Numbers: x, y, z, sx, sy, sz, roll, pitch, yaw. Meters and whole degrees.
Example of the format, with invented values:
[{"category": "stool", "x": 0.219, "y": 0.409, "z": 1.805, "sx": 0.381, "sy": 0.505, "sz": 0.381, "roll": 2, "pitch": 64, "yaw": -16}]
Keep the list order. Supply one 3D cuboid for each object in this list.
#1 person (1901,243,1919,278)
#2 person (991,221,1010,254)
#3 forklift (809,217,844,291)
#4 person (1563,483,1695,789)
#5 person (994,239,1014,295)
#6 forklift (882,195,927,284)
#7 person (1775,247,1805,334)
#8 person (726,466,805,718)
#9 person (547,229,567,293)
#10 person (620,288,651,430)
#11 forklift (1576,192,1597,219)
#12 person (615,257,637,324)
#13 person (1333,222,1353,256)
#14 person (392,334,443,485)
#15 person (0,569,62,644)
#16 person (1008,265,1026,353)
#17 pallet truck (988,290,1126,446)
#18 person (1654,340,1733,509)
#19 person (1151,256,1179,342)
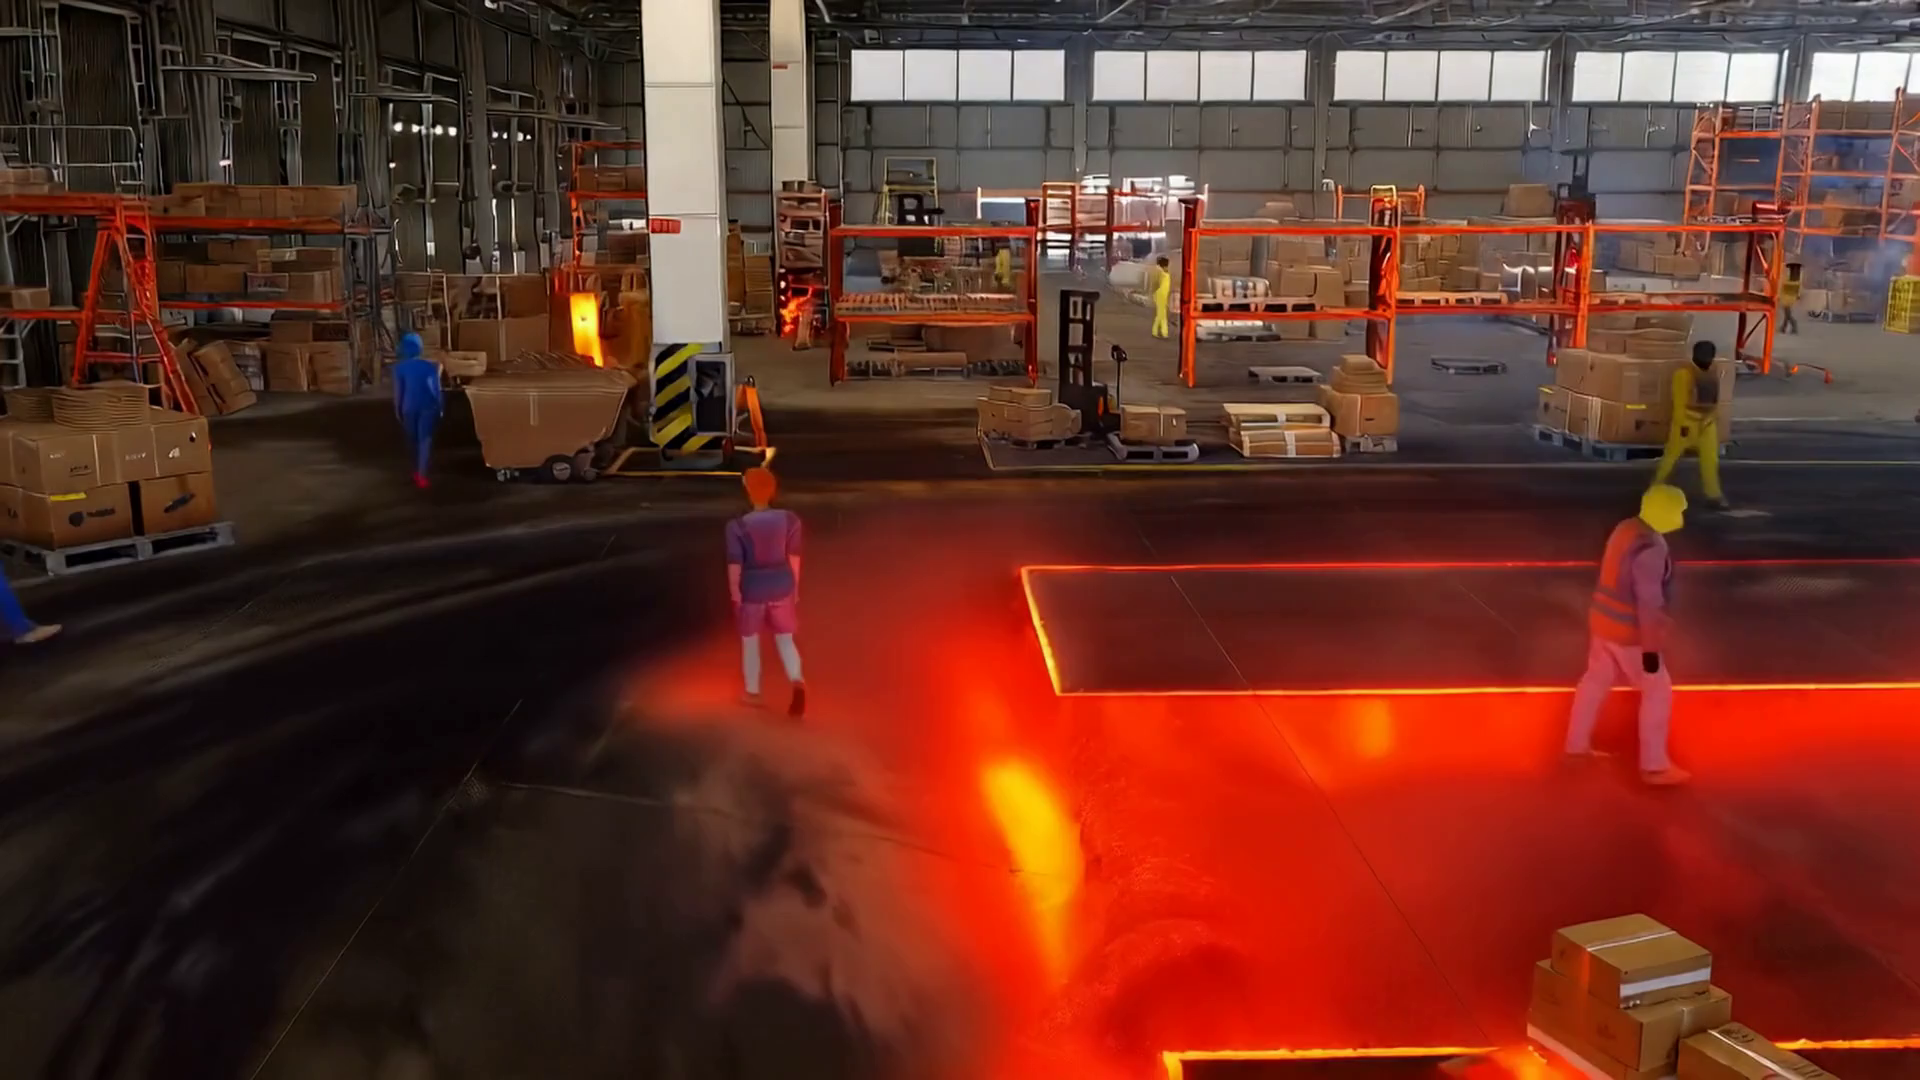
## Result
[{"category": "person", "x": 25.803, "y": -7.254, "z": 45.242, "sx": 0.538, "sy": 1.662, "sz": 0.774, "roll": -3, "pitch": 13, "yaw": -12}, {"category": "person", "x": 1.395, "y": -10.226, "z": 58.074, "sx": 0.638, "sy": 1.916, "sz": 0.699, "roll": 6, "pitch": 14, "yaw": 26}, {"category": "forklift", "x": -4.375, "y": -8.619, "z": 48.637, "sx": 1.873, "sy": 2.768, "sz": 1.129, "roll": 0, "pitch": 12, "yaw": -2}, {"category": "person", "x": 3.989, "y": 0.551, "z": 9.728, "sx": 0.710, "sy": 1.797, "sz": 0.641, "roll": 0, "pitch": 12, "yaw": 2}, {"category": "person", "x": 1.099, "y": -6.636, "z": 41.989, "sx": 1.050, "sy": 1.878, "sz": 0.635, "roll": 7, "pitch": 14, "yaw": 28}, {"category": "forklift", "x": -1.507, "y": -9.369, "z": 52.021, "sx": 1.129, "sy": 2.768, "sz": 1.873, "roll": -10, "pitch": 16, "yaw": -38}, {"category": "person", "x": 18.393, "y": -5.499, "z": 36.765, "sx": 0.548, "sy": 1.915, "sz": 0.831, "roll": -2, "pitch": 13, "yaw": -7}, {"category": "person", "x": -1.252, "y": 0.350, "z": 10.870, "sx": 0.538, "sy": 1.679, "sz": 0.697, "roll": -6, "pitch": 14, "yaw": -24}, {"category": "person", "x": -11.914, "y": -8.242, "z": 49.219, "sx": 0.568, "sy": 1.879, "sz": 0.848, "roll": -6, "pitch": 14, "yaw": -24}, {"category": "person", "x": -4.398, "y": -2.480, "z": 22.966, "sx": 0.558, "sy": 1.980, "sz": 0.636, "roll": -3, "pitch": 13, "yaw": -13}, {"category": "forklift", "x": 22.597, "y": -11.165, "z": 60.131, "sx": 1.873, "sy": 2.768, "sz": 1.129, "roll": 0, "pitch": 12, "yaw": -2}, {"category": "person", "x": -6.699, "y": -4.749, "z": 33.444, "sx": 0.391, "sy": 1.882, "sz": 0.592, "roll": 1, "pitch": 12, "yaw": 2}, {"category": "person", "x": 12.857, "y": -9.723, "z": 55.848, "sx": 0.617, "sy": 1.899, "sz": 0.514, "roll": 2, "pitch": 13, "yaw": 10}, {"category": "person", "x": -6.244, "y": -1.506, "z": 19.166, "sx": 0.527, "sy": 1.730, "sz": 0.892, "roll": -2, "pitch": 13, "yaw": -8}, {"category": "person", "x": -7.420, "y": -0.082, "z": 12.405, "sx": 1.020, "sy": 1.863, "sz": 0.593, "roll": -9, "pitch": 16, "yaw": -36}, {"category": "person", "x": 1.190, "y": -4.583, "z": 33.013, "sx": 0.521, "sy": 1.727, "sz": 0.379, "roll": -4, "pitch": 13, "yaw": -17}, {"category": "pallet truck", "x": 1.257, "y": -2.299, "z": 22.111, "sx": 1.885, "sy": 1.965, "sz": 0.823, "roll": -9, "pitch": 15, "yaw": -35}, {"category": "person", "x": 7.883, "y": -1.243, "z": 17.835, "sx": 0.623, "sy": 1.792, "sz": 1.008, "roll": -4, "pitch": 13, "yaw": -18}, {"category": "person", "x": 4.363, "y": -5.105, "z": 35.234, "sx": 0.511, "sy": 1.803, "sz": 0.874, "roll": -12, "pitch": 17, "yaw": -43}]
